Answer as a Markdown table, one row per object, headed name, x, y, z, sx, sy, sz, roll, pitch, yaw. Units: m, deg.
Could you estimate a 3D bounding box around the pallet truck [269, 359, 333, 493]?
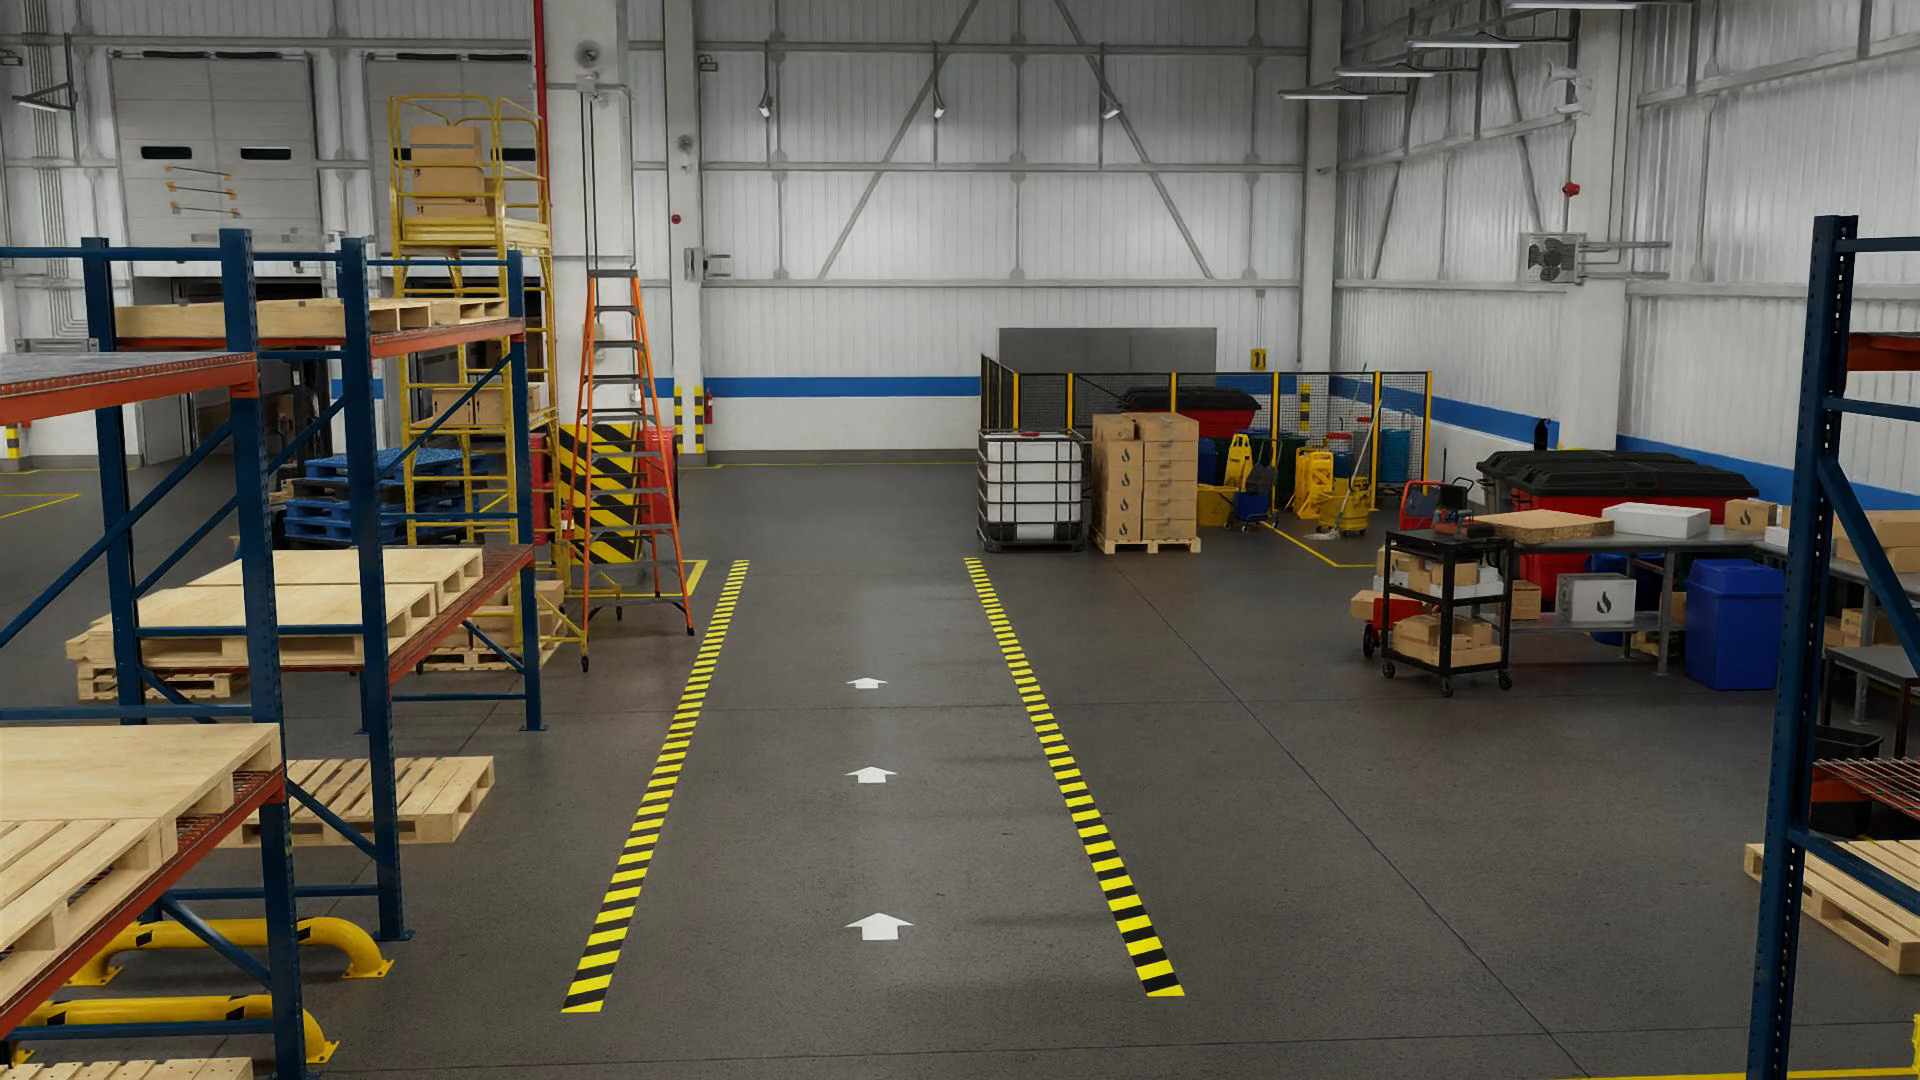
| name | x | y | z | sx | sy | sz | roll | pitch | yaw |
| --- | --- | --- | --- | --- | --- | --- | --- | --- | --- |
| pallet truck | -7.062 | -1.131 | 18.996 | 1.885 | 1.965 | 0.823 | 2 | 9 | 13 |
